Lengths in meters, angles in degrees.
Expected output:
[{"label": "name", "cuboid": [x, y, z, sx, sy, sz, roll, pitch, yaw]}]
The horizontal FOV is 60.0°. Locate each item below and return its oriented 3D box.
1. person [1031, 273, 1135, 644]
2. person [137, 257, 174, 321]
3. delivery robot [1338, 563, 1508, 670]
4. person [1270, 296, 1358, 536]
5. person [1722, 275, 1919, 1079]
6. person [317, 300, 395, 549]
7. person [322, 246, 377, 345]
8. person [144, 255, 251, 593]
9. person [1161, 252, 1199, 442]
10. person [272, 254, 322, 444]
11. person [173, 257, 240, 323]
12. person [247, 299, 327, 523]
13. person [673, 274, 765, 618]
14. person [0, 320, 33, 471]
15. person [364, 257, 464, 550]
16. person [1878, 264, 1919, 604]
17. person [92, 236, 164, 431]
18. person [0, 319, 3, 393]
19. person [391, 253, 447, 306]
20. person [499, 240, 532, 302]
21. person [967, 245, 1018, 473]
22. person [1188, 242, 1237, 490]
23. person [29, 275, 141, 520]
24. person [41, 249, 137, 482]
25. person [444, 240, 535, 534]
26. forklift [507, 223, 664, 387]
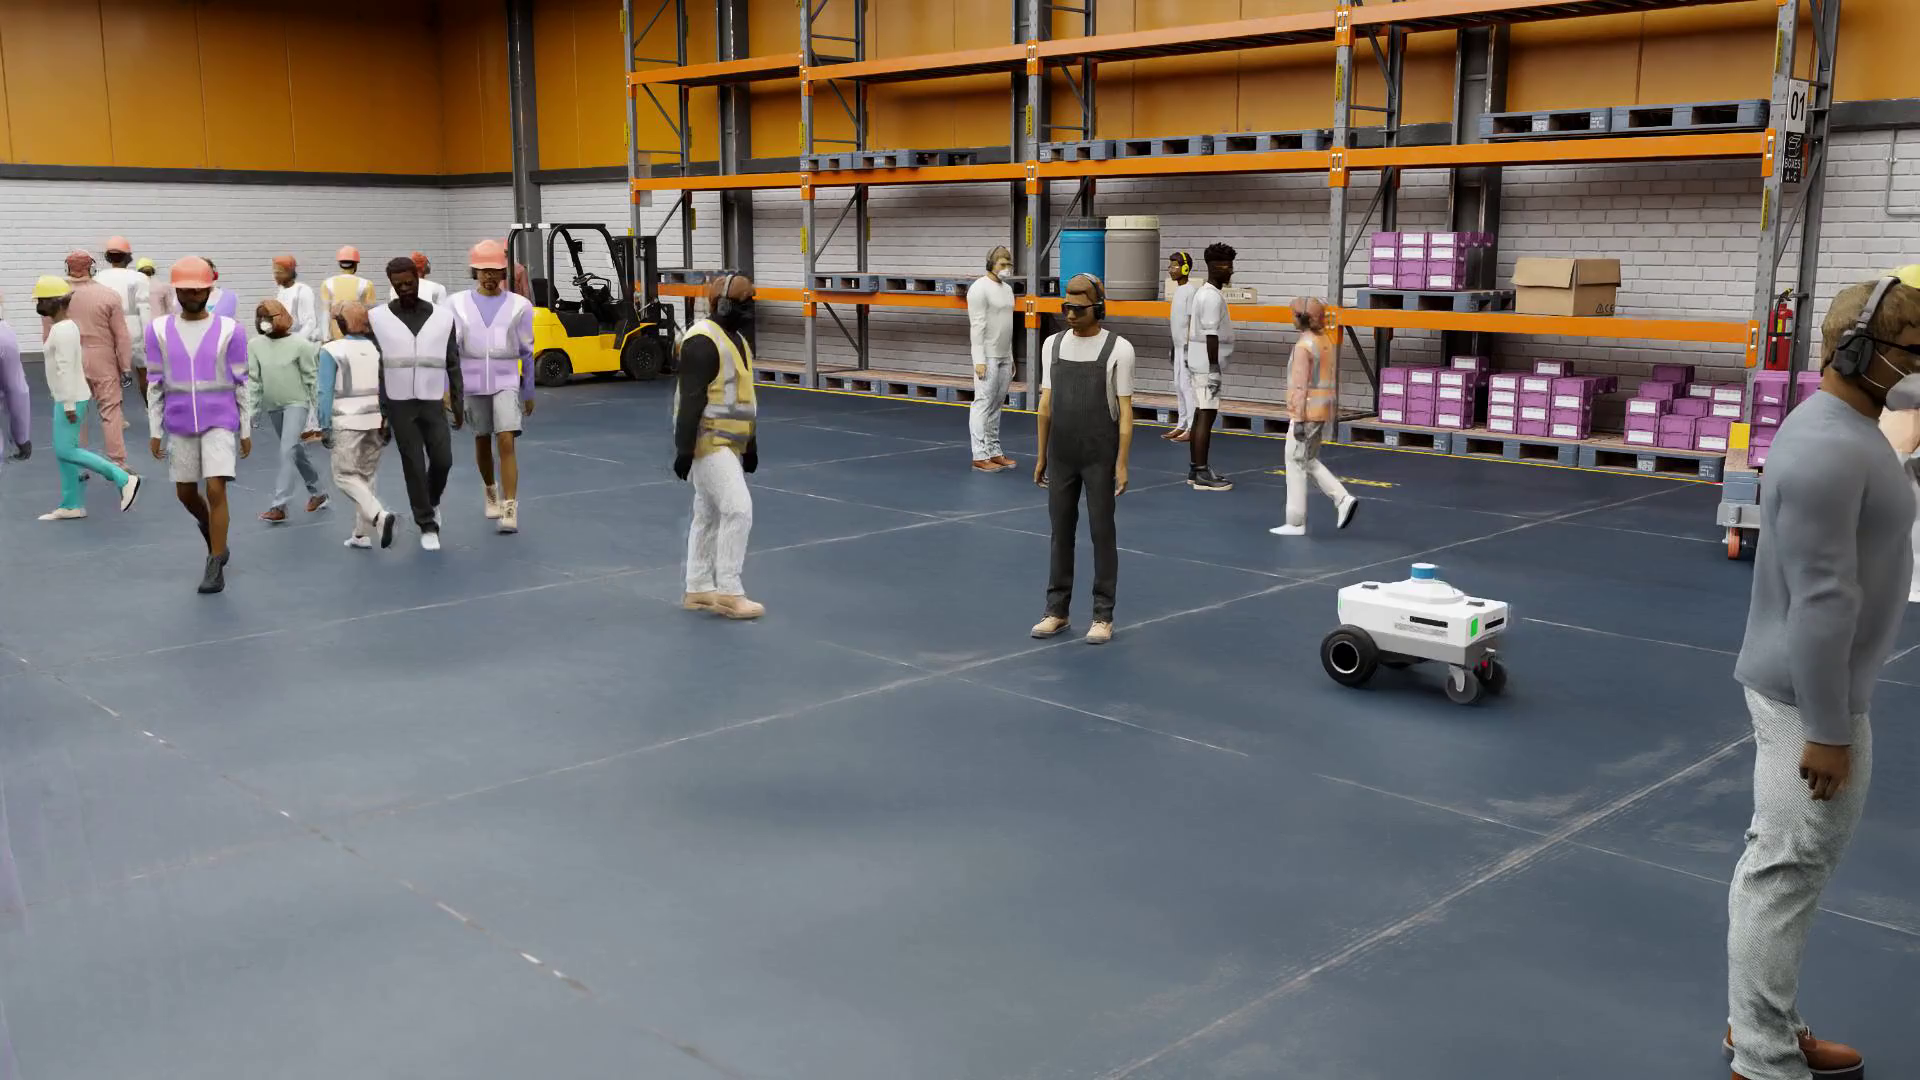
[{"label": "person", "cuboid": [0.610, -0.401, 8.283, 0.504, 1.839, 0.344, 5, 12, 26]}, {"label": "person", "cuboid": [-10.190, -2.691, 20.995, 0.540, 1.751, 0.530, -6, 12, -29]}, {"label": "delivery robot", "cuboid": [2.064, 0.349, 7.442, 0.707, 0.478, 0.477, 10, 14, 42]}, {"label": "person", "cuboid": [2.377, -0.816, 11.124, 0.484, 1.623, 0.529, 7, 12, 32]}, {"label": "person", "cuboid": [1.977, 0.372, 3.813, 0.370, 1.934, 0.627, 5, 12, 27]}, {"label": "person", "cuboid": [-3.782, -0.712, 10.586, 0.638, 1.619, 0.531, 7, 13, 35]}, {"label": "person", "cuboid": [-6.671, -2.271, 18.326, 0.581, 1.891, 0.955, -1, 10, -6]}, {"label": "person", "cuboid": [-4.381, -0.688, 9.634, 0.554, 1.917, 0.814, -2, 11, -12]}, {"label": "person", "cuboid": [2.194, -1.898, 16.403, 0.318, 1.860, 0.512, -2, 11, -11]}, {"label": "person", "cuboid": [-6.372, -1.828, 16.061, 0.611, 1.842, 0.574, 9, 14, 41]}, {"label": "person", "cuboid": [-6.899, -1.681, 15.298, 0.569, 1.831, 0.655, -8, 13, -36]}, {"label": "person", "cuboid": [-4.828, -0.941, 11.926, 0.506, 1.573, 0.867, 3, 11, 14]}, {"label": "person", "cuboid": [-1.227, -0.489, 8.834, 0.637, 1.815, 0.663, 2, 11, 9]}, {"label": "person", "cuboid": [-5.390, -0.553, 9.005, 0.660, 1.881, 0.527, -1, 10, -4]}, {"label": "person", "cuboid": [-3.557, -0.896, 10.851, 0.604, 1.892, 0.596, -6, 12, -30]}, {"label": "person", "cuboid": [5.011, -0.560, 9.072, 0.959, 1.878, 0.603, 0, 10, 2]}, {"label": "person", "cuboid": [-8.748, -2.166, 17.464, 0.630, 1.993, 0.987, -1, 10, -5]}, {"label": "person", "cuboid": [-12.562, -2.703, 21.343, 0.866, 1.646, 0.549, 0, 10, 2]}, {"label": "person", "cuboid": [-5.741, -2.123, 17.691, 0.578, 1.832, 0.989, -4, 11, -21]}, {"label": "person", "cuboid": [-6.847, -3.581, 25.335, 0.646, 1.938, 1.044, 0, 10, 2]}, {"label": "person", "cuboid": [0.291, -1.556, 14.327, 0.370, 1.934, 0.627, 6, 12, 28]}, {"label": "person", "cuboid": [2.007, -1.387, 13.318, 0.369, 1.963, 0.609, 0, 10, 2]}, {"label": "person", "cuboid": [-6.256, -1.000, 11.807, 0.597, 1.748, 0.529, -5, 11, -24]}, {"label": "person", "cuboid": [-7.156, -1.427, 13.696, 0.651, 1.905, 0.409, -2, 11, -11]}, {"label": "person", "cuboid": [-3.261, -1.076, 11.570, 0.614, 2.000, 1.015, -2, 11, -11]}, {"label": "forklift", "cuboid": [-5.316, -3.263, 22.920, 2.313, 2.155, 1.214, -10, 14, -44]}]
